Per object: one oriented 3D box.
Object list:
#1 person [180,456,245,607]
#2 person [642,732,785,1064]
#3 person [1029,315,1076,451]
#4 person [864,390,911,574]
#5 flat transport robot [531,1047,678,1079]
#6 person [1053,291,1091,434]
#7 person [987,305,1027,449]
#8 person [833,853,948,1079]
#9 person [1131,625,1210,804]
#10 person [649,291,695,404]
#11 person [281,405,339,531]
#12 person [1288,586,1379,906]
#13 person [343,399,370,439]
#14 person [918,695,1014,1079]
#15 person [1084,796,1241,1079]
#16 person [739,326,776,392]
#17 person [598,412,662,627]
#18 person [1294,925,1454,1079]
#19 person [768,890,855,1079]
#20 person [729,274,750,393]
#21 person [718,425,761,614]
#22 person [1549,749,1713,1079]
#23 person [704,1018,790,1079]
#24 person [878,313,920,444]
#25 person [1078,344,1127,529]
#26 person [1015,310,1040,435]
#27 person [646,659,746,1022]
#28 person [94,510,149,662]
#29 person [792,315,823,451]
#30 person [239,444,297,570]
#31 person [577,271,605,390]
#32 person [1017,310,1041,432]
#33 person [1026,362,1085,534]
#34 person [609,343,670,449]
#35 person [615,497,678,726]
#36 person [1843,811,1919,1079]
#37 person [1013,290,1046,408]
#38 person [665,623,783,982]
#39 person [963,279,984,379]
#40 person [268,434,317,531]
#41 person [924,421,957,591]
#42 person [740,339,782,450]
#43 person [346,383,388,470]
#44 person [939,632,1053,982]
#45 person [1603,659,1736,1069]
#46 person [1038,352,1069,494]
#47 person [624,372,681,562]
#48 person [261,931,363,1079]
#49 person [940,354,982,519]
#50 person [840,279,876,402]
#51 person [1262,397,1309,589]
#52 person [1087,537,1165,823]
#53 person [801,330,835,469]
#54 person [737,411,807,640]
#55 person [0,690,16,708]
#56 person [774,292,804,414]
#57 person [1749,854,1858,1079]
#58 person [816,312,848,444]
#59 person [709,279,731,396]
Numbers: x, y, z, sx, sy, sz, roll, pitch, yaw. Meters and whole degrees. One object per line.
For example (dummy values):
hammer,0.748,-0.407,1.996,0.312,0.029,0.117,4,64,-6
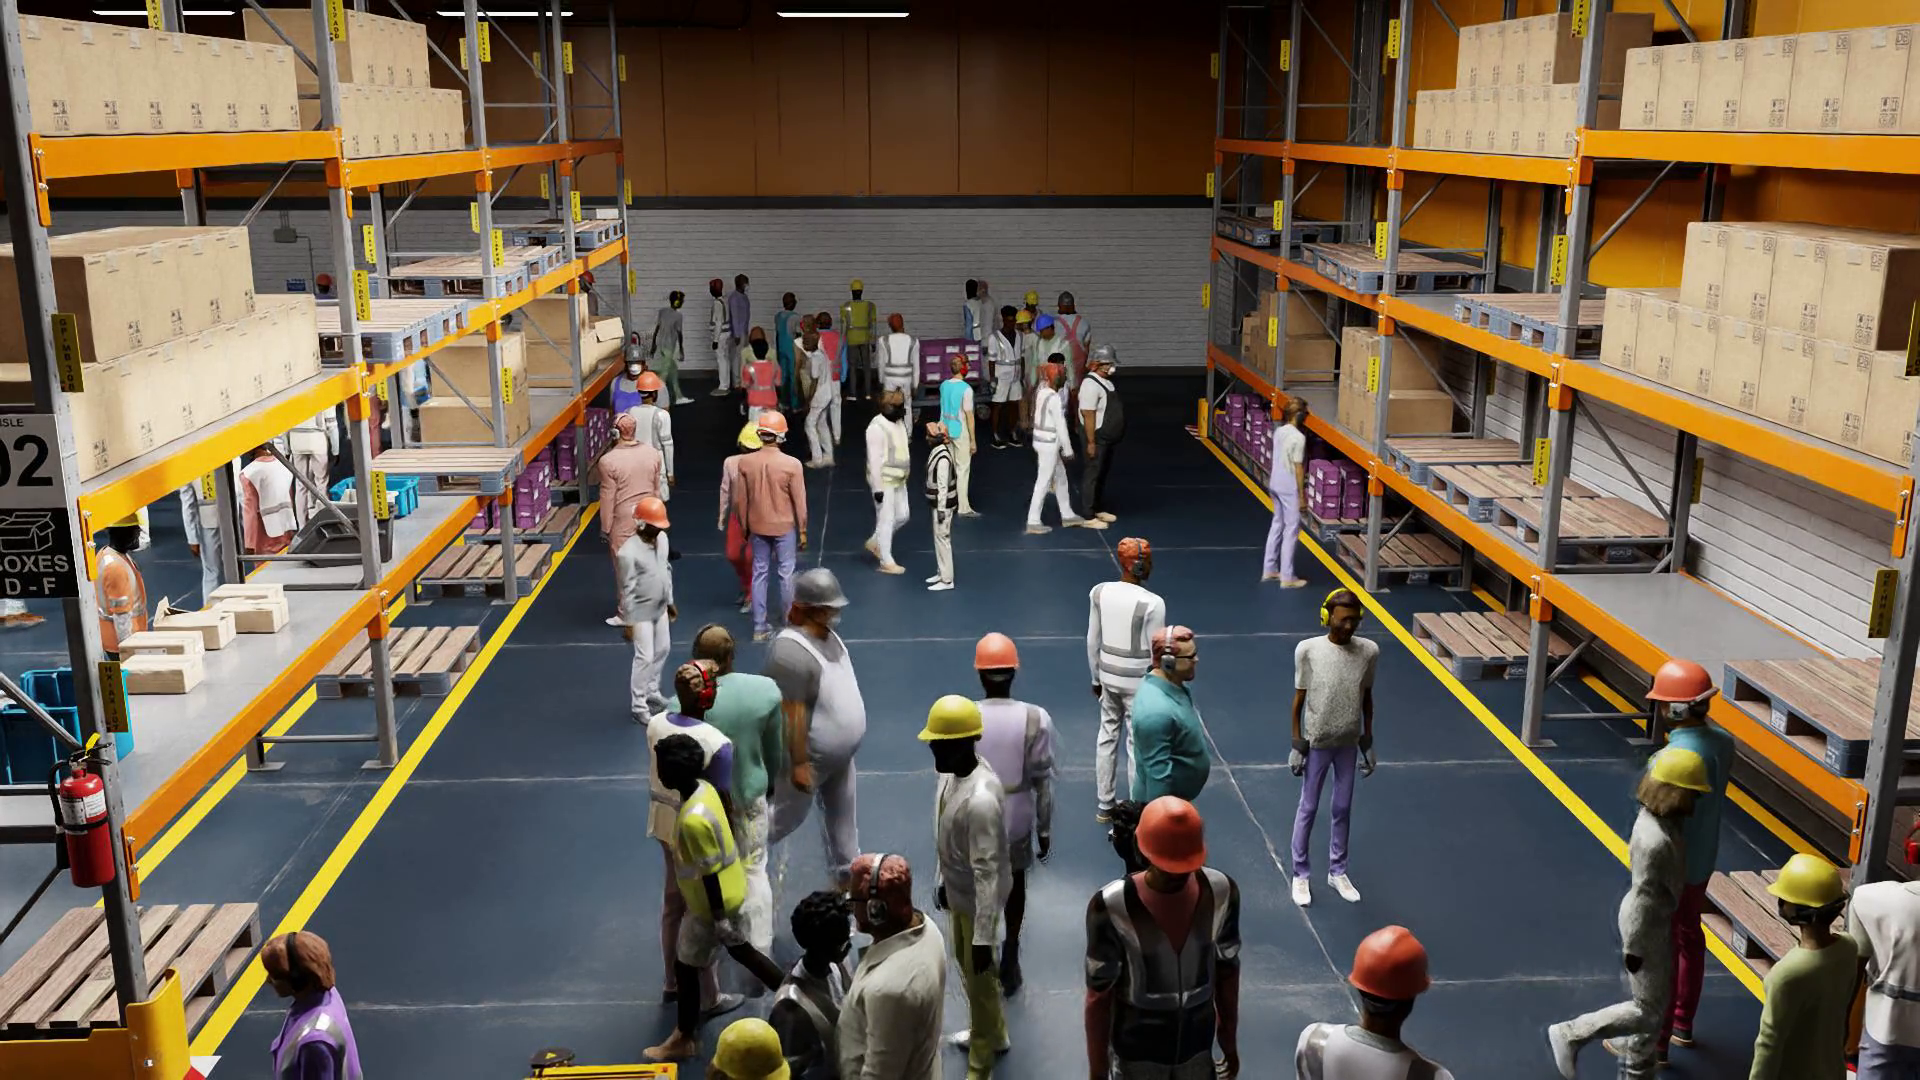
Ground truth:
person,-6.422,-0.097,14.372,0.399,1.906,0.603,8,17,30
person,-1.095,1.684,7.896,0.808,1.651,0.542,-1,14,-3
person,1.253,-2.060,22.141,0.612,1.875,0.859,13,19,41
person,-0.727,-0.575,16.421,0.477,1.825,0.642,7,16,25
flat transport robot,-1.592,2.601,7.036,0.652,0.197,1.431,-1,14,-4
person,1.481,-2.495,23.514,0.675,2.000,0.537,-4,15,-16
person,0.642,-2.215,22.594,0.599,1.958,0.376,-10,17,-34
person,-0.258,2.030,6.047,0.403,1.897,0.654,2,14,8
person,1.085,1.362,8.638,0.406,1.911,0.639,2,14,9
person,-4.548,-2.959,25.827,0.822,1.813,0.529,-12,19,-39
person,-6.974,-0.995,17.891,0.592,1.911,0.398,-1,14,-5
person,2.124,1.169,9.471,0.511,1.872,0.328,-2,14,-9
person,-8.522,-2.222,23.267,0.507,1.616,0.384,4,15,14
person,0.065,1.633,7.549,0.478,1.925,0.756,-4,15,-14
person,0.773,1.904,6.281,0.617,2.028,0.410,-4,15,-14
person,-2.793,-2.147,22.979,0.510,1.620,0.382,-4,15,-14
person,-2.928,-0.179,14.682,0.408,1.913,0.641,12,19,39
person,1.339,2.168,5.430,0.544,1.930,0.387,11,18,38
person,-0.539,2.087,6.219,0.323,1.689,0.537,5,15,18
person,-3.583,-3.375,27.172,0.354,1.936,0.635,2,14,6
person,-1.935,-0.198,15.098,0.550,1.742,0.353,6,16,23
person,3.059,1.736,7.519,0.521,1.719,0.496,8,16,28
person,-0.661,2.306,5.278,0.320,1.737,0.485,14,20,43
person,-0.822,-2.178,22.649,0.586,1.845,0.770,-3,15,-10
person,1.566,-1.153,18.245,0.536,2.000,0.696,5,15,21
person,0.915,-2.377,23.600,0.330,1.765,0.533,-13,19,-41
person,-1.337,1.492,8.280,0.561,1.836,0.391,12,18,38
person,-5.659,0.669,11.342,0.399,1.919,0.588,-7,16,-26
person,-2.030,-2.153,22.667,0.652,1.802,0.631,12,18,38
person,-5.871,-0.047,14.179,0.410,1.908,0.598,3,15,13
person,-6.104,-3.409,27.218,0.407,1.986,0.612,9,17,31
person,0.934,-2.428,23.849,0.355,1.741,0.575,9,17,31
person,1.083,-0.988,17.964,0.838,1.858,0.576,-2,14,-9
person,-3.534,-1.124,18.131,0.688,2.000,0.538,3,15,13
person,-2.331,0.513,12.328,0.479,1.726,0.619,6,16,23
person,3.722,1.946,6.490,0.563,1.836,0.385,7,16,26
person,1.083,-2.958,25.765,0.589,1.822,0.403,-5,15,-18
person,-1.229,1.338,8.778,0.647,1.897,0.923,-5,15,-17
person,0.238,-3.179,26.444,0.370,1.915,0.596,7,16,27
person,-7.246,-1.026,18.070,0.574,1.880,0.357,-6,15,-21
person,-0.186,-0.325,15.823,0.314,1.632,0.523,-1,14,-5
person,-2.530,-1.727,21.304,0.540,1.684,0.756,-7,16,-27
person,-7.556,-1.866,21.165,0.617,1.984,0.410,4,15,17
person,0.173,1.408,8.448,0.562,1.906,0.557,-2,14,-6
person,3.362,1.521,7.857,0.608,1.987,0.388,-12,19,-39
person,1.122,-1.410,19.937,0.320,1.697,0.537,10,18,35
person,-3.118,-0.732,16.795,0.546,1.939,0.375,6,15,21
person,-2.301,2.168,6.027,0.315,1.631,0.525,-6,15,-21
person,-0.022,-1.159,18.655,0.390,1.846,0.565,-10,18,-35
person,-1.618,-3.157,26.341,0.595,1.923,0.374,-5,15,-19
person,3.152,-0.457,15.927,0.358,1.836,0.520,-4,15,-15
person,1.062,0.906,10.477,0.575,1.883,0.362,13,19,42
person,-1.822,-1.783,21.209,0.406,1.811,0.518,1,14,5
person,-1.592,-0.113,14.258,0.623,1.989,0.399,4,15,16
person,-7.454,0.341,12.606,0.593,1.924,0.381,13,19,42
person,-2.592,-2.839,25.288,0.503,1.837,0.337,9,17,33
person,3.155,2.029,6.318,0.527,1.761,0.340,-10,17,-34
person,-1.851,-2.213,22.832,0.619,1.836,0.431,-4,15,-17
person,-3.893,-3.284,26.921,0.356,1.886,0.574,1,14,3
